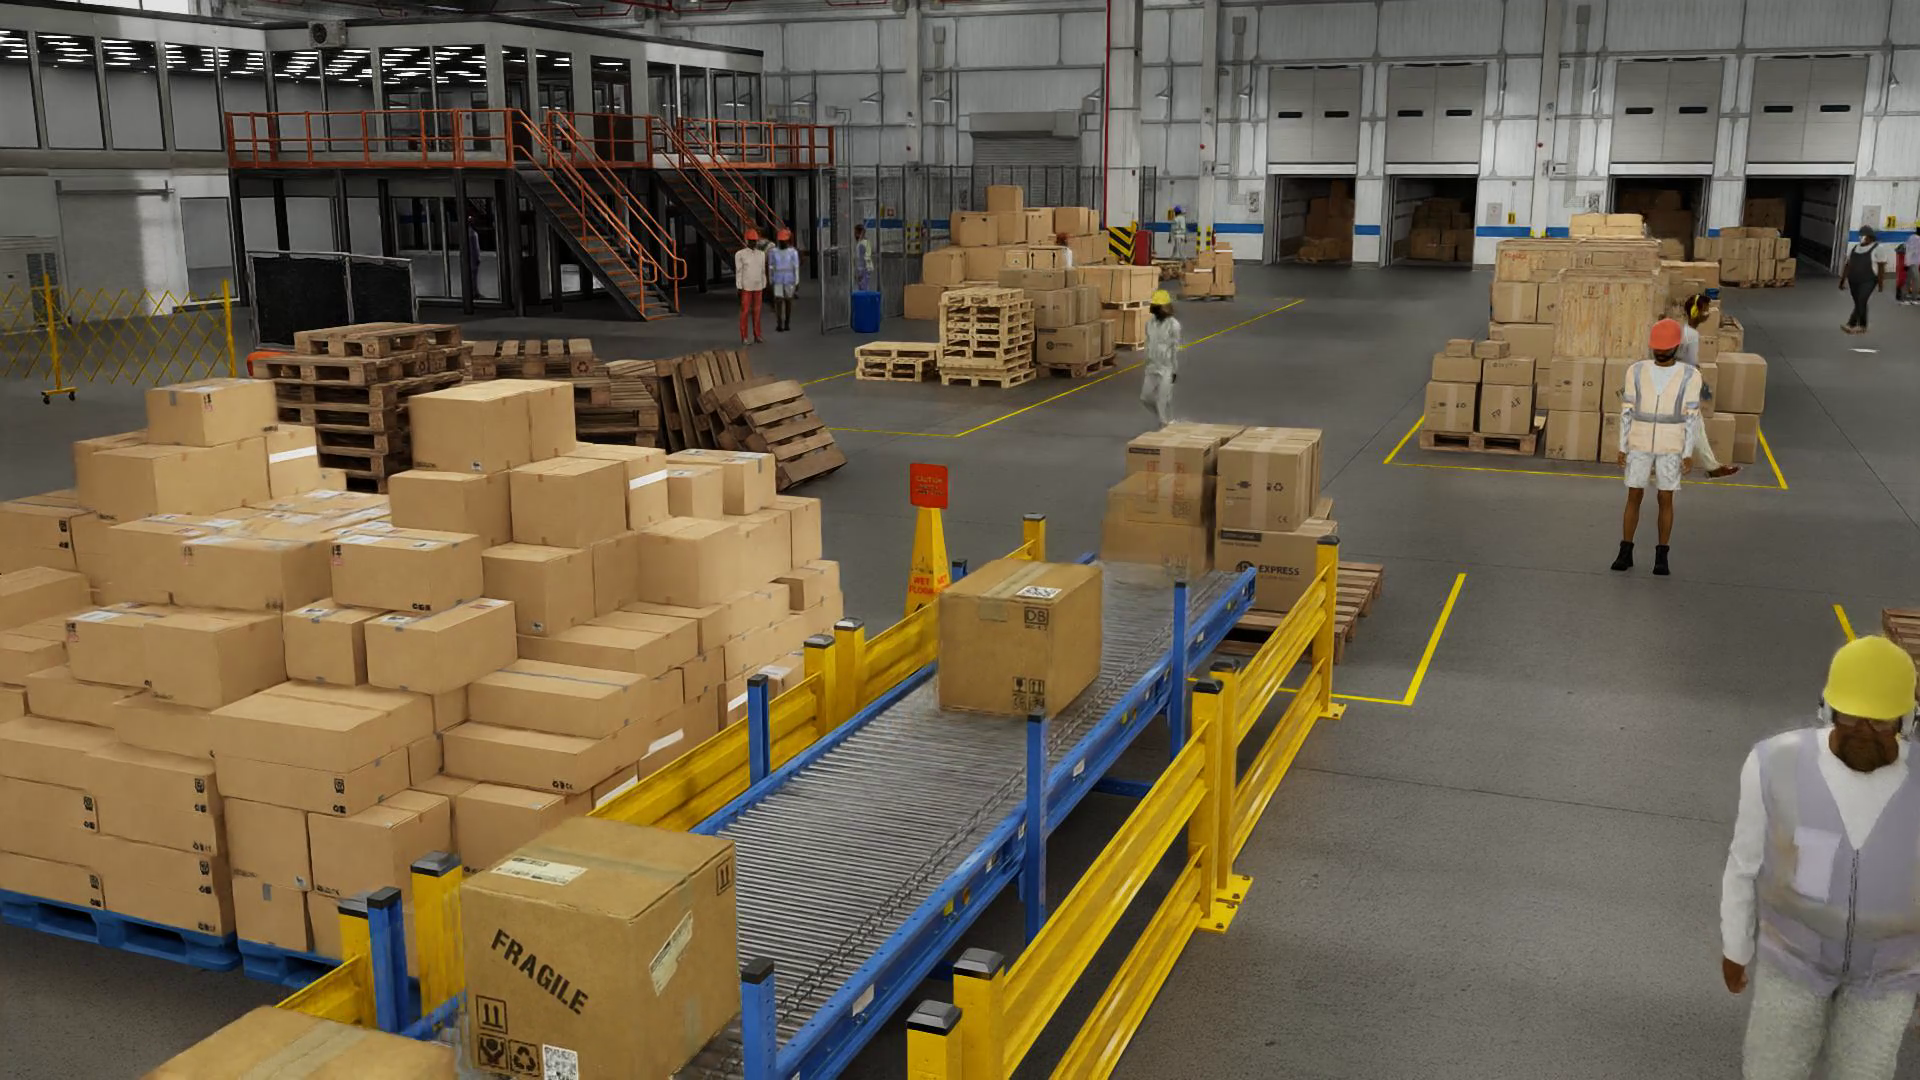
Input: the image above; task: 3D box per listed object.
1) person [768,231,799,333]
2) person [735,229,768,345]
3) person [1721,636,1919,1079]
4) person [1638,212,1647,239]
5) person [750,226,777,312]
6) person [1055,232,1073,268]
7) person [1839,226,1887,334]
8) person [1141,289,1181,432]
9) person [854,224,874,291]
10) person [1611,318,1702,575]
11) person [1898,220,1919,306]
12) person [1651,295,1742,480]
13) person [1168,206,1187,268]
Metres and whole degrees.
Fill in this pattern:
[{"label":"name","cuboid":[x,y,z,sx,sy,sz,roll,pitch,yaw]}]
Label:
[{"label":"person","cuboid":[-3.289,-4.823,31.072,0.567,1.882,0.978,-1,13,-3]},{"label":"person","cuboid":[-3.613,-4.382,28.843,0.611,1.995,0.375,-11,16,-40]},{"label":"person","cuboid":[2.402,1.126,4.550,0.594,1.817,0.448,6,14,24]},{"label":"person","cuboid":[18.922,-8.154,46.093,0.629,1.850,0.528,4,13,18]},{"label":"person","cuboid":[-4.153,-5.738,35.329,0.511,1.825,0.775,7,14,27]},{"label":"person","cuboid":[1.888,-4.734,30.699,0.405,1.868,0.591,-4,13,-17]},{"label":"person","cuboid":[16.643,-4.834,30.769,1.031,2.000,0.702,-6,14,-26]},{"label":"person","cuboid":[2.227,-1.889,18.255,0.487,1.733,0.441,12,17,42]},{"label":"person","cuboid":[-1.956,-5.483,33.991,0.386,1.910,0.600,1,13,3]},{"label":"person","cuboid":[5.214,-0.696,12.464,0.543,1.928,0.372,7,14,29]},{"label":"person","cuboid":[21.324,-6.154,36.996,0.706,1.900,0.627,11,17,42]},{"label":"person","cuboid":[7.170,-1.495,16.334,1.018,1.806,0.502,6,14,24]},{"label":"person","cuboid":[6.709,-9.365,51.420,1.006,1.893,0.639,10,16,39]}]
